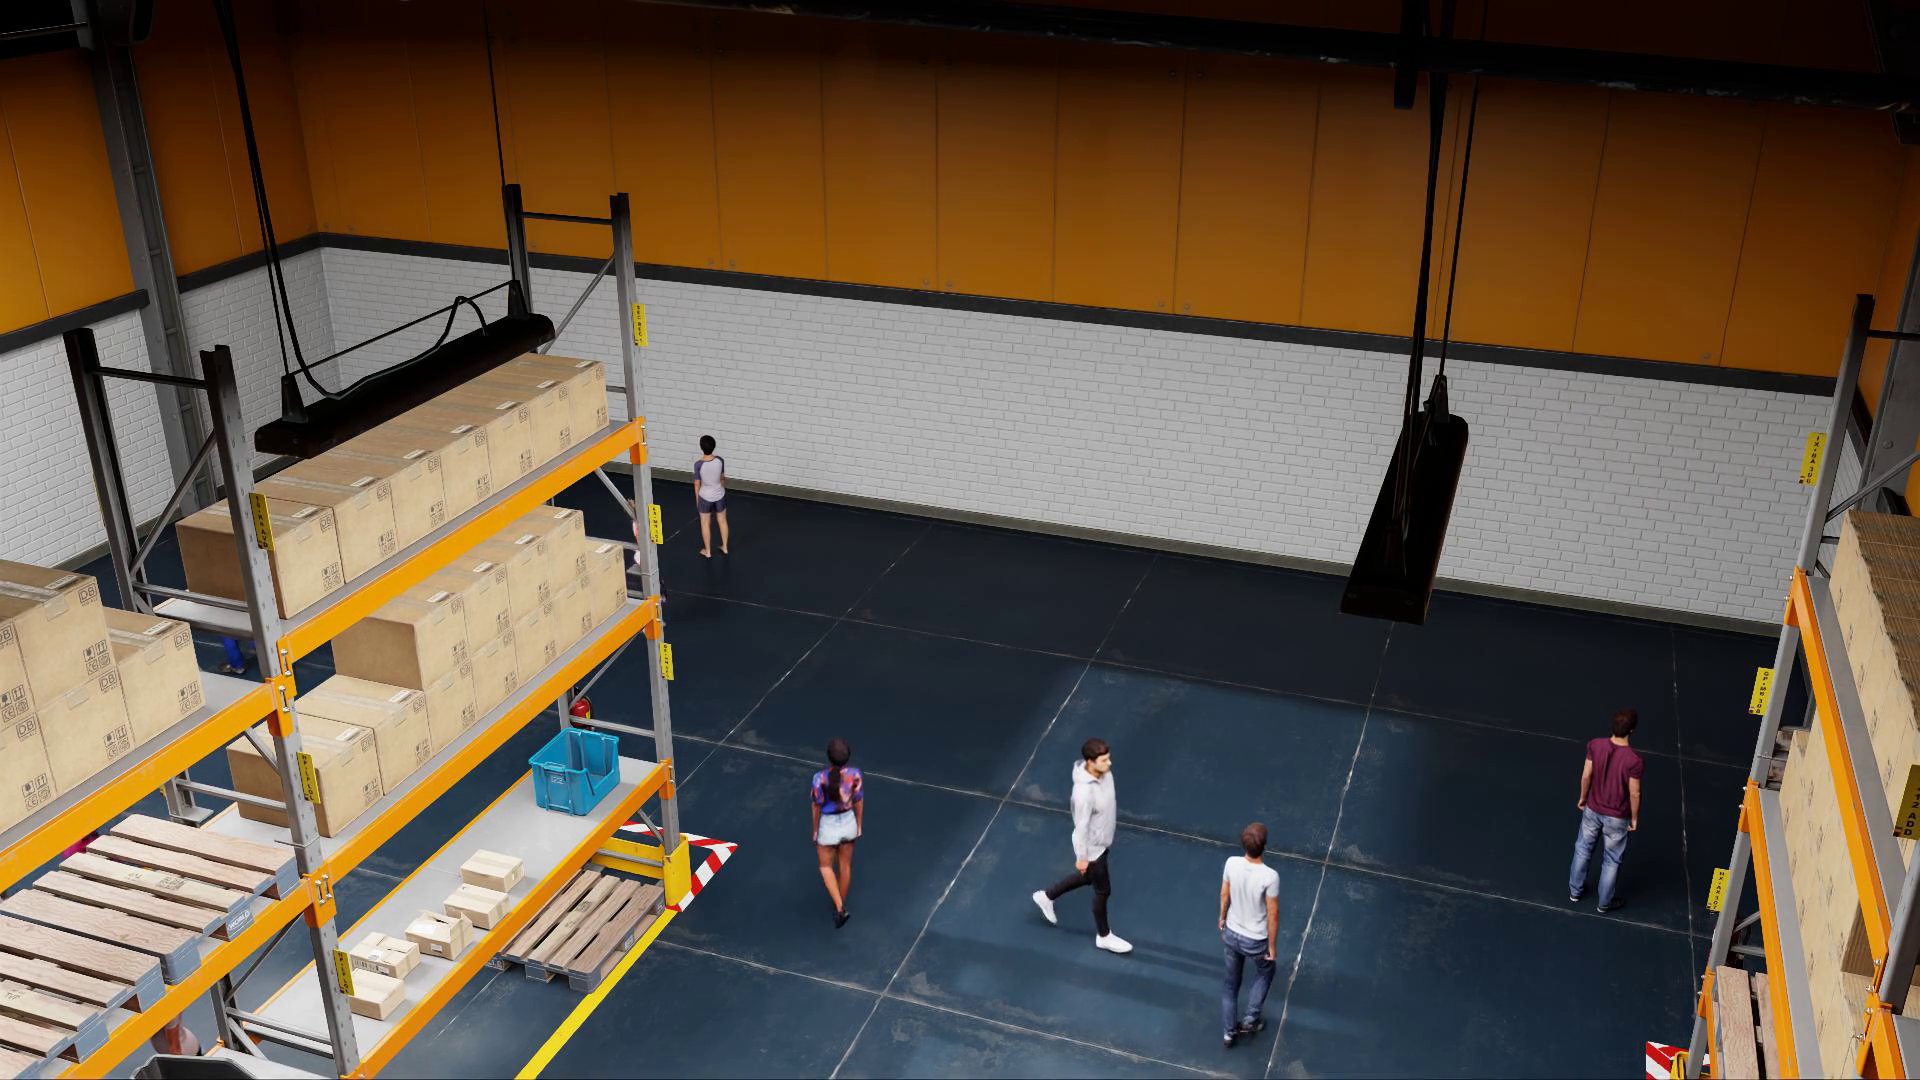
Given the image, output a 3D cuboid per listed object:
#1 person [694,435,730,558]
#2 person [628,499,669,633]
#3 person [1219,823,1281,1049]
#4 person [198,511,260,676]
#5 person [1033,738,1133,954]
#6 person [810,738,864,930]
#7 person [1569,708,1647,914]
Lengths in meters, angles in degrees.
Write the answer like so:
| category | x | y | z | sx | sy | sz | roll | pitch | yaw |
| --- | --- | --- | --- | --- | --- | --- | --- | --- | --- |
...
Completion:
| category | x | y | z | sx | sy | sz | roll | pitch | yaw |
| --- | --- | --- | --- | --- | --- | --- | --- | --- | --- |
| person | -3.069 | -0.559 | 20.571 | 0.635 | 1.564 | 0.700 | -12 | 26 | -25 |
| person | -3.573 | 0.307 | 18.501 | 0.749 | 1.635 | 0.690 | -10 | 26 | -22 |
| person | 2.076 | 2.946 | 12.194 | 0.716 | 1.852 | 0.730 | 14 | 27 | 28 |
| person | -7.705 | 0.597 | 17.546 | 0.716 | 1.868 | 0.768 | 10 | 25 | 21 |
| person | 0.983 | 2.411 | 13.355 | 0.801 | 1.903 | 1.088 | 11 | 26 | 23 |
| person | -0.986 | 2.416 | 13.559 | 0.866 | 1.730 | 0.971 | -6 | 24 | -14 |
| person | 5.393 | 2.228 | 13.837 | 0.711 | 1.852 | 0.742 | -21 | 31 | -39 |
